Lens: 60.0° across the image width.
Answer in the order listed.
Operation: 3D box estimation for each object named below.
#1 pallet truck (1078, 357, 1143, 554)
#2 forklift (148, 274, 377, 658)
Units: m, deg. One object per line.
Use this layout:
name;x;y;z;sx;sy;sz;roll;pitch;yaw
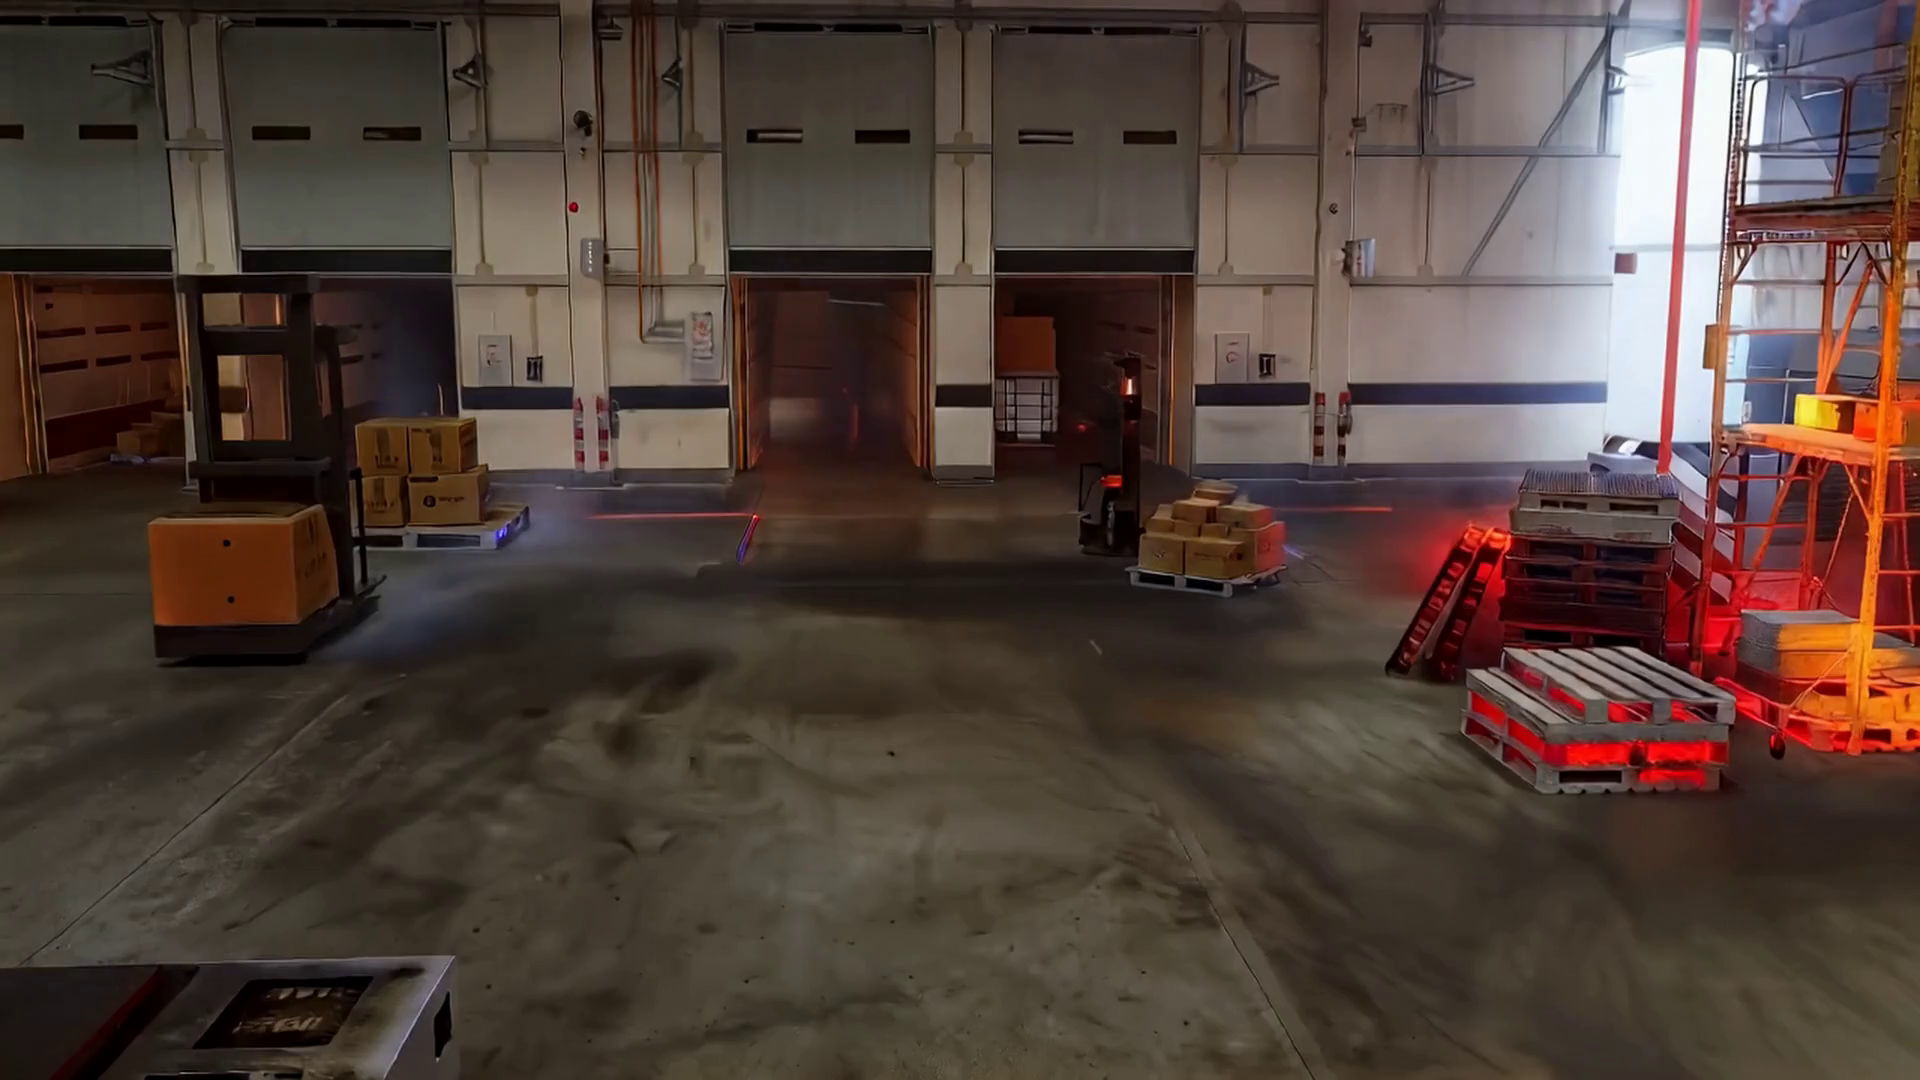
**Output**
pallet truck;2.088;-0.836;16.757;1.885;1.965;0.823;2;9;13
forklift;-5.348;-0.627;12.681;1.129;2.768;1.873;-1;9;-4
